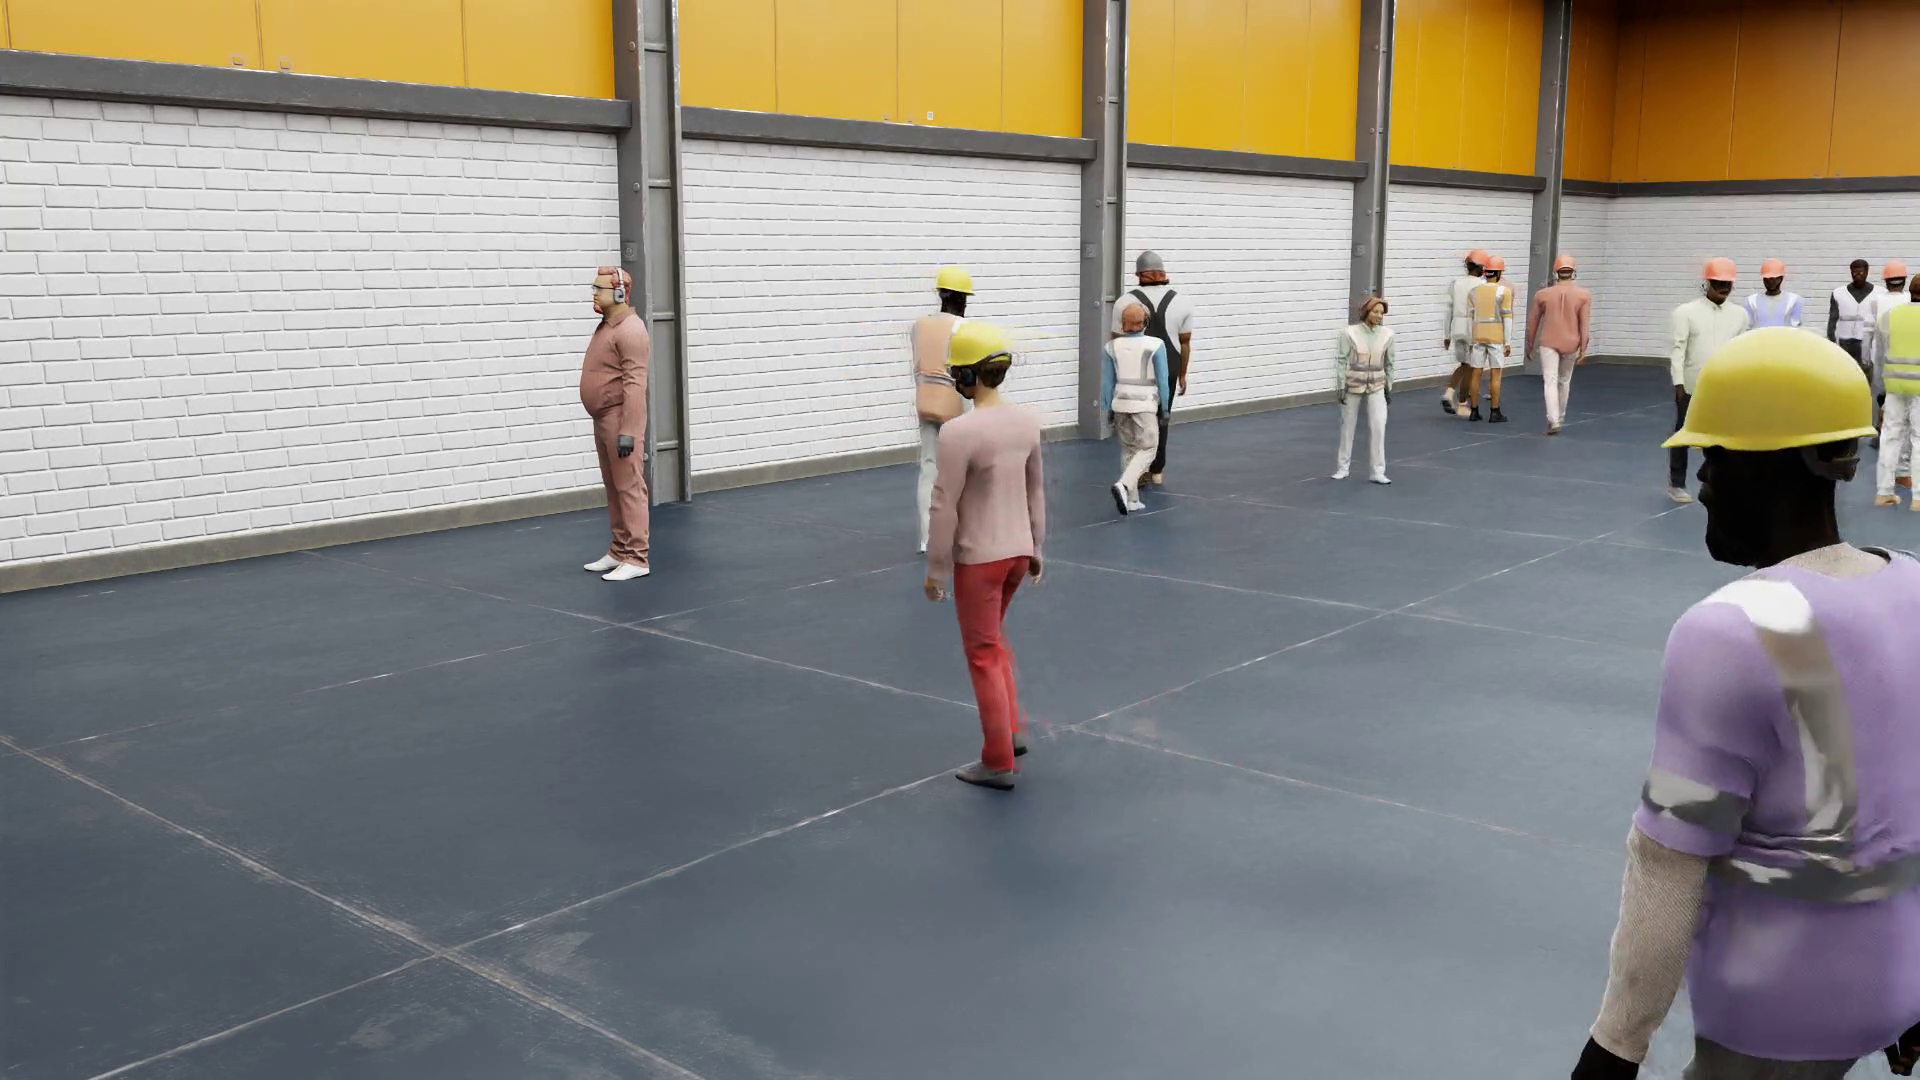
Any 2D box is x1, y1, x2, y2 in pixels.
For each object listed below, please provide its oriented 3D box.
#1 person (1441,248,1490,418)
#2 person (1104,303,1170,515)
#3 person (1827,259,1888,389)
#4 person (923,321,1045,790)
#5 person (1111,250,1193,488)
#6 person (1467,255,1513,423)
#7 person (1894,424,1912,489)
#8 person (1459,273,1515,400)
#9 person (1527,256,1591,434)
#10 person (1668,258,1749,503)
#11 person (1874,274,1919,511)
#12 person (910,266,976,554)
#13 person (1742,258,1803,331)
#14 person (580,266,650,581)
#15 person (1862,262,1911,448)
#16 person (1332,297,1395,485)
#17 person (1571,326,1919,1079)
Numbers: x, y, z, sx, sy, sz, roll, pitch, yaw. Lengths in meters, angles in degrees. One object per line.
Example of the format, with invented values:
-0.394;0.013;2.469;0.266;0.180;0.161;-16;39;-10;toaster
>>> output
6.062;-2.448;19.777;0.453;2.015;0.617;-7;12;-37;person
1.294;-0.978;12.549;0.523;1.615;0.631;7;12;35;person
10.306;-2.271;19.123;0.607;1.893;0.565;5;11;28;person
0.083;0.066;6.244;0.451;1.752;0.542;9;13;40;person
1.603;-1.458;14.080;0.692;2.000;0.803;-1;10;-5;person
6.166;-2.335;19.366;0.543;1.938;0.356;9;13;41;person
8.061;-1.350;13.870;0.652;1.904;0.498;-3;10;-14;person
7.056;-2.837;22.378;0.680;1.877;0.833;-1;10;-5;person
6.557;-2.136;18.241;0.628;1.949;1.039;3;10;17;person
5.823;-1.206;12.920;0.620;1.936;1.026;1;10;3;person
7.415;-1.150;12.899;0.429;1.843;0.630;-6;11;-29;person
-0.059;-0.862;11.111;0.587;1.899;0.674;7;12;35;person
8.078;-1.846;16.634;0.564;1.917;0.410;6;11;29;person
-2.121;-0.712;10.207;0.408;1.913;0.641;-5;11;-27;person
9.538;-1.888;17.003;1.048;1.872;0.552;-10;14;-43;person
3.490;-1.290;14.383;0.528;1.602;0.586;0;10;-2;person
1.198;0.647;2.481;0.600;1.909;0.451;-8;13;-39;person
